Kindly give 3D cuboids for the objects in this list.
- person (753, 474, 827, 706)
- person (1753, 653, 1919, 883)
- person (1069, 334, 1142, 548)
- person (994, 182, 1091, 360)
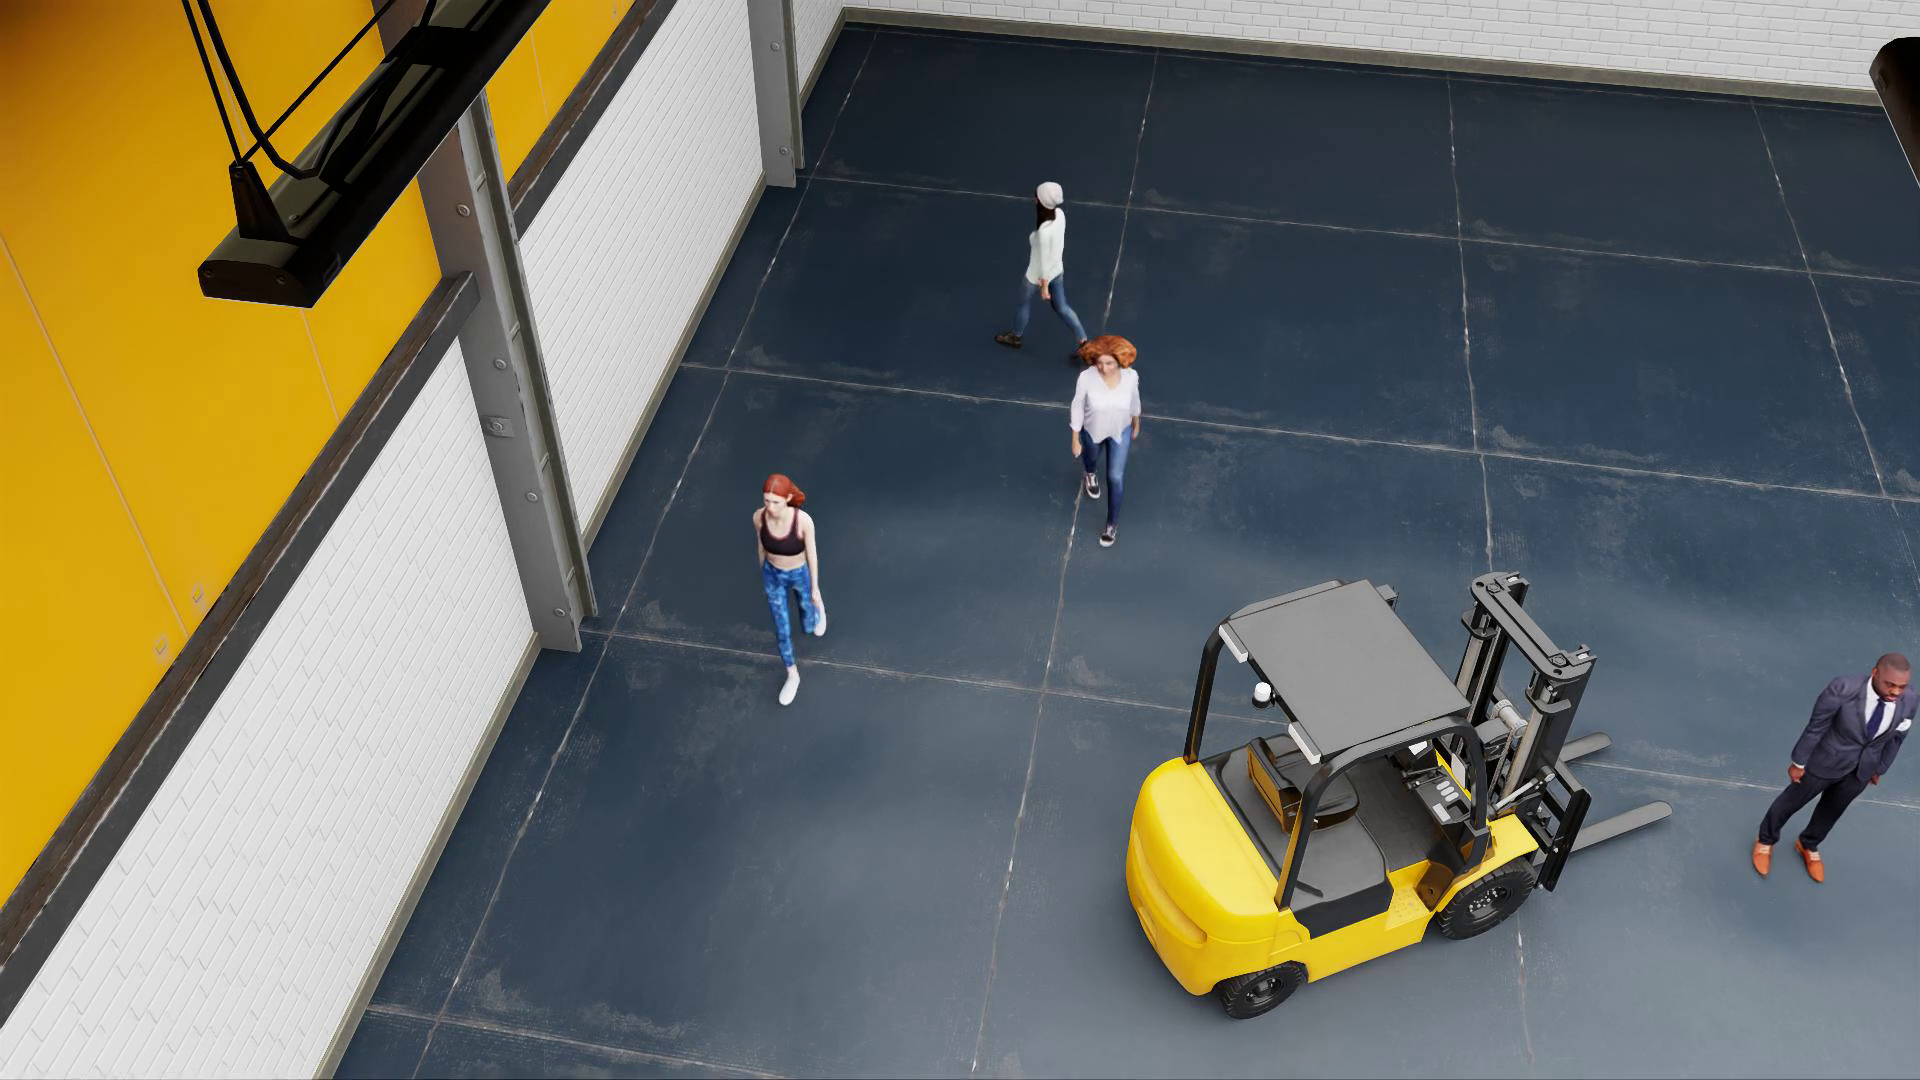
[{"bbox_3d":[-1.051,0.227,10.606,0.561,1.770,0.949,8,44,8],"label":"person"},{"bbox_3d":[5.005,1.263,9.485,0.690,1.818,0.588,5,44,5],"label":"person"},{"bbox_3d":[1.037,-0.863,11.822,0.740,1.672,1.153,-1,44,-1],"label":"person"},{"bbox_3d":[0.760,-2.091,13.160,0.866,1.605,1.124,19,47,19],"label":"person"}]
